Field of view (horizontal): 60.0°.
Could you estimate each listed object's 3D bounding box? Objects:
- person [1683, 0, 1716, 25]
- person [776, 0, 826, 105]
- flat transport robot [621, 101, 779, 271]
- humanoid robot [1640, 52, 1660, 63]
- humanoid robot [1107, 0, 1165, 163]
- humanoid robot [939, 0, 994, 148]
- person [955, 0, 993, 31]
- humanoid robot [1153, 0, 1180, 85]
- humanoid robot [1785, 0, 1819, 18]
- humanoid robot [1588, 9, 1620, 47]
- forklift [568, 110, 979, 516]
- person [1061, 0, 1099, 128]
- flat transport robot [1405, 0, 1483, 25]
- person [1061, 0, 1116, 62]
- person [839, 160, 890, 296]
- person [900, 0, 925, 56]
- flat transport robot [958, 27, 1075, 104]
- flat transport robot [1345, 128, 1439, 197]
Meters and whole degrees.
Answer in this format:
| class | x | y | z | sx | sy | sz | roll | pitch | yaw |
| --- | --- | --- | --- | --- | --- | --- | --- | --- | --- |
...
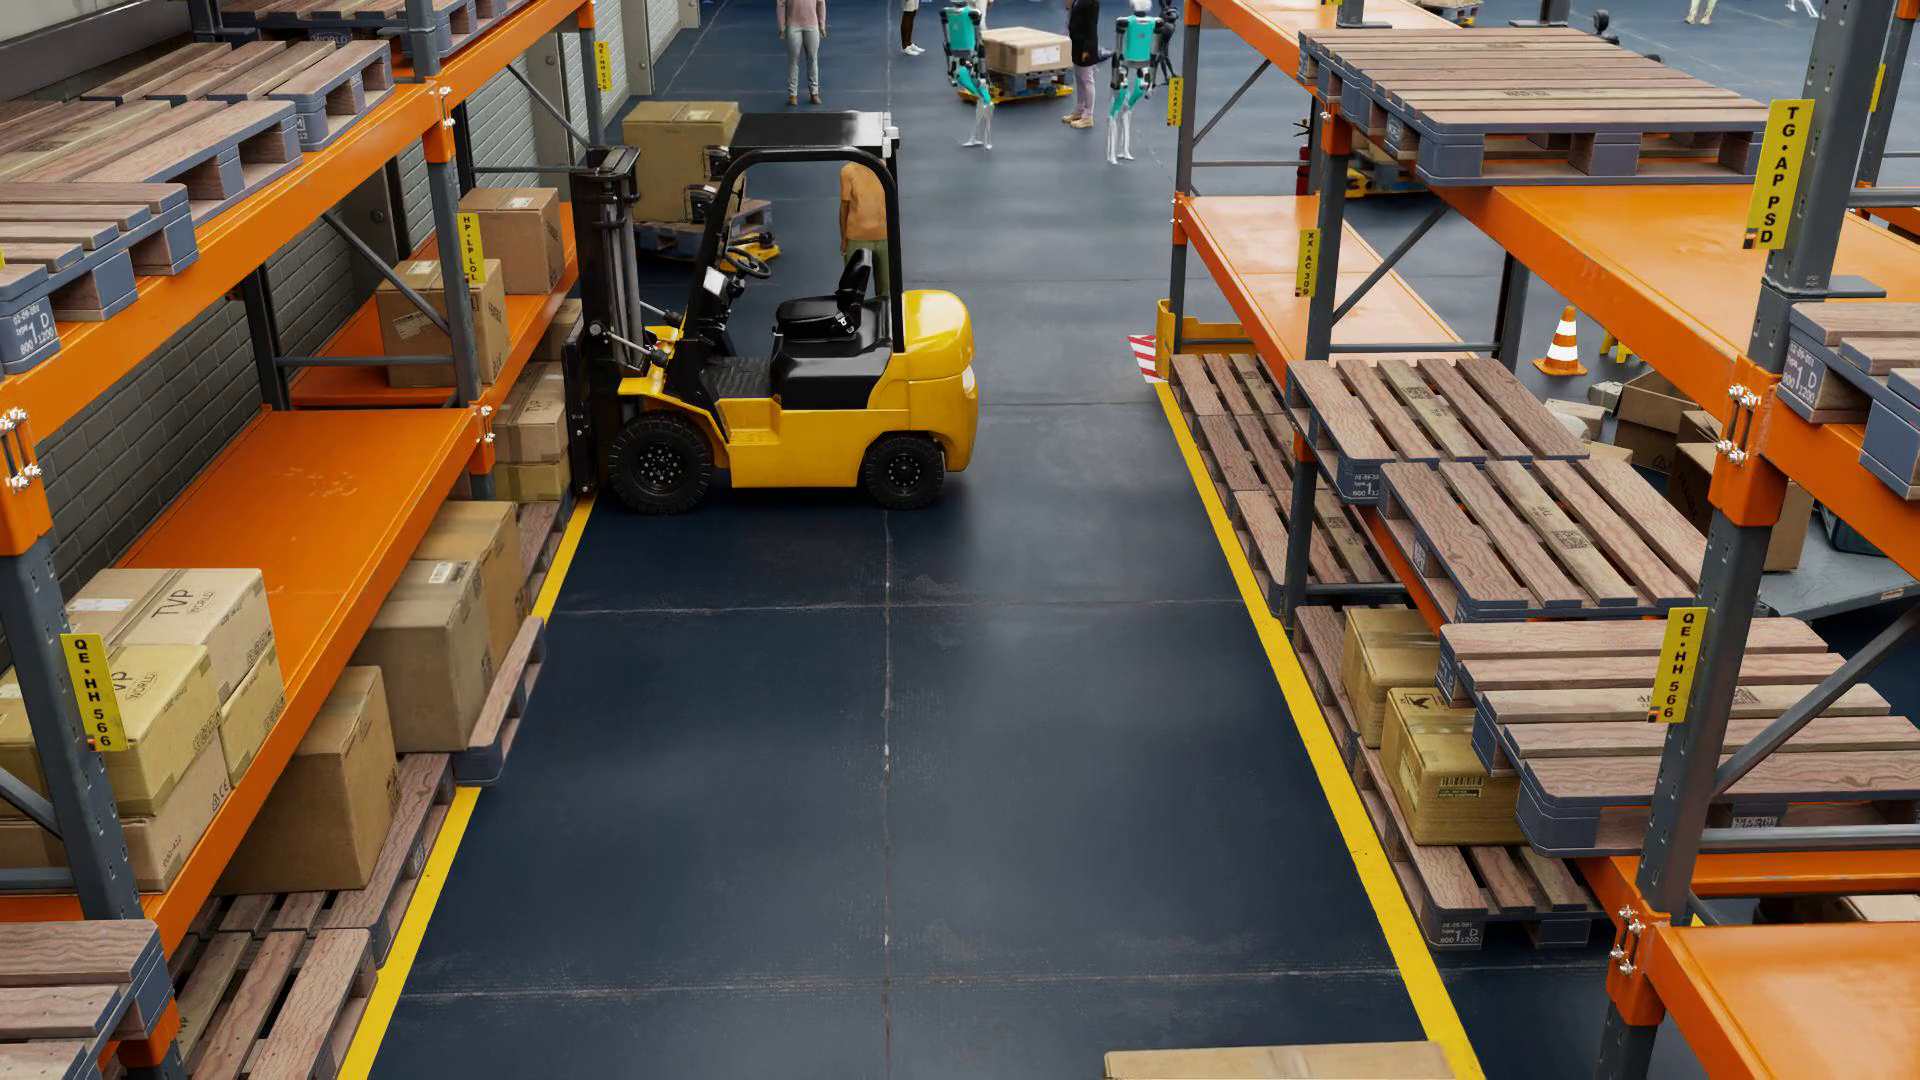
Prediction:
| class | x | y | z | sx | sy | sz | roll | pitch | yaw |
| --- | --- | --- | --- | --- | --- | --- | --- | --- | --- |
| person | 12.359 | -9.441 | 27.431 | 0.564 | 1.859 | 0.885 | 18 | 31 | 34 |
| person | -2.016 | -6.550 | 21.220 | 0.634 | 1.938 | 0.360 | -5 | 26 | -11 |
| flat transport robot | -2.407 | -2.655 | 14.926 | 1.431 | 0.231 | 0.659 | 12 | 28 | 24 |
| humanoid robot | 6.264 | -3.706 | 15.502 | 0.326 | 1.656 | 0.593 | -5 | 26 | -11 |
| humanoid robot | 1.858 | -5.034 | 18.234 | 0.547 | 1.755 | 0.718 | -6 | 26 | -13 |
| humanoid robot | 0.172 | -5.310 | 18.861 | 0.574 | 1.809 | 0.800 | 17 | 30 | 31 |
| person | 0.198 | -7.935 | 24.392 | 0.567 | 1.734 | 0.596 | 5 | 26 | 11 |
| humanoid robot | 2.813 | -7.010 | 22.515 | 0.386 | 1.642 | 0.608 | 5 | 26 | 11 |
| humanoid robot | 14.506 | -9.831 | 28.479 | 0.551 | 1.781 | 1.065 | -8 | 27 | -17 |
| humanoid robot | 6.920 | -5.025 | 18.343 | 0.609 | 1.633 | 0.755 | -4 | 26 | -8 |
| forklift | -1.043 | -1.379 | 9.976 | 2.313 | 2.155 | 1.214 | -1 | 25 | -2 |
| person | 1.483 | -5.916 | 19.975 | 0.407 | 1.856 | 0.528 | -6 | 26 | -12 |
| flat transport robot | 7.852 | -8.599 | 27.513 | 0.659 | 0.231 | 1.431 | 23 | 34 | 40 |
| person | 1.832 | -7.874 | 24.187 | 0.979 | 1.787 | 0.564 | 6 | 26 | 13 |
| person | -0.673 | -2.217 | 12.301 | 0.439 | 1.716 | 0.349 | -6 | 26 | -12 |
| person | -0.741 | -8.235 | 24.834 | 0.356 | 1.898 | 0.556 | 6 | 26 | 13 |
| flat transport robot | 0.739 | -5.937 | 21.876 | 1.431 | 0.231 | 0.659 | -16 | 30 | -30 |
| flat transport robot | 4.540 | -3.721 | 17.184 | 1.431 | 0.231 | 0.659 | -4 | 26 | -8 |
